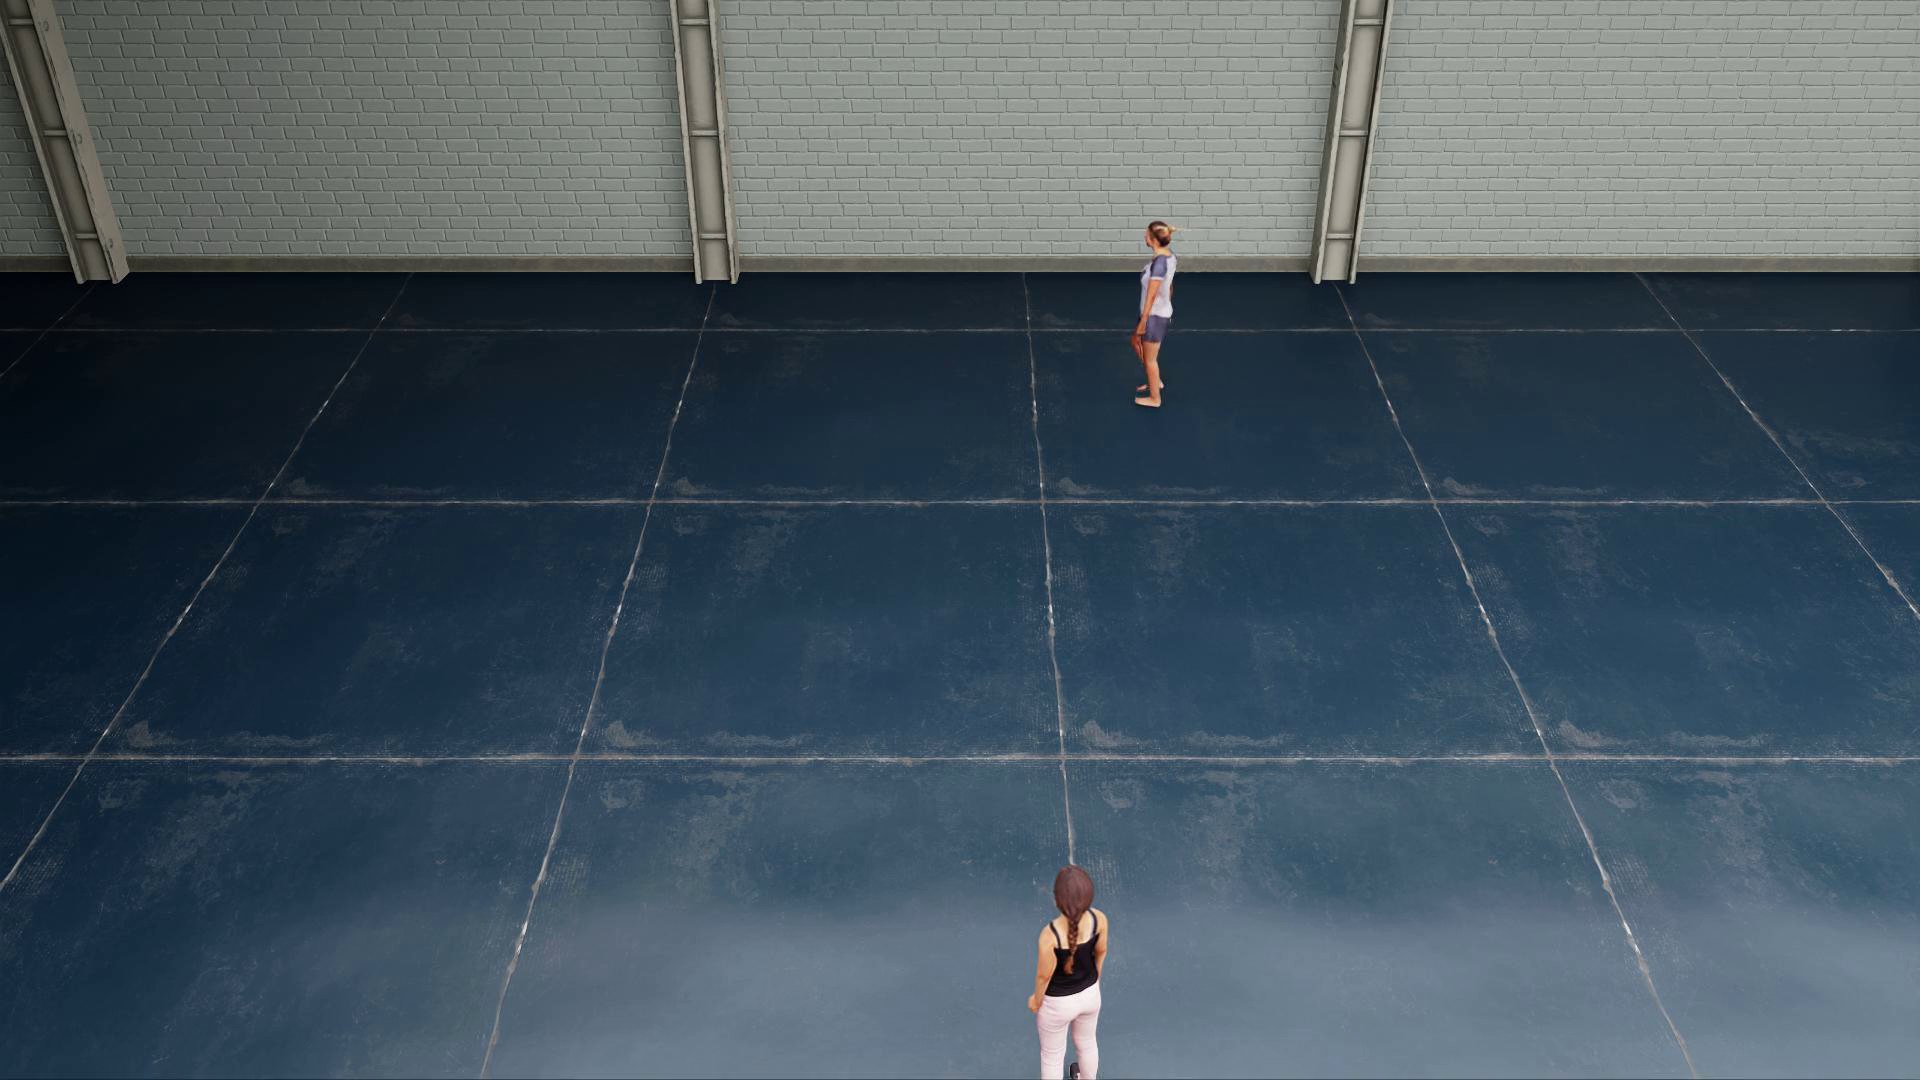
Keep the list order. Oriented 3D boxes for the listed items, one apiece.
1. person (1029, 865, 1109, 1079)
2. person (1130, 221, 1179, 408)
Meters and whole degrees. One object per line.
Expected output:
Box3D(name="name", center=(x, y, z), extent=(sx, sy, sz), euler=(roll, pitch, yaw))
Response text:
Box3D(name="person", center=(0.503, 2.090, 7.639), extent=(0.573, 1.565, 0.668), euler=(-15, 36, -21))
Box3D(name="person", center=(1.662, -1.824, 13.612), extent=(0.658, 1.614, 0.633), euler=(9, 34, 14))
